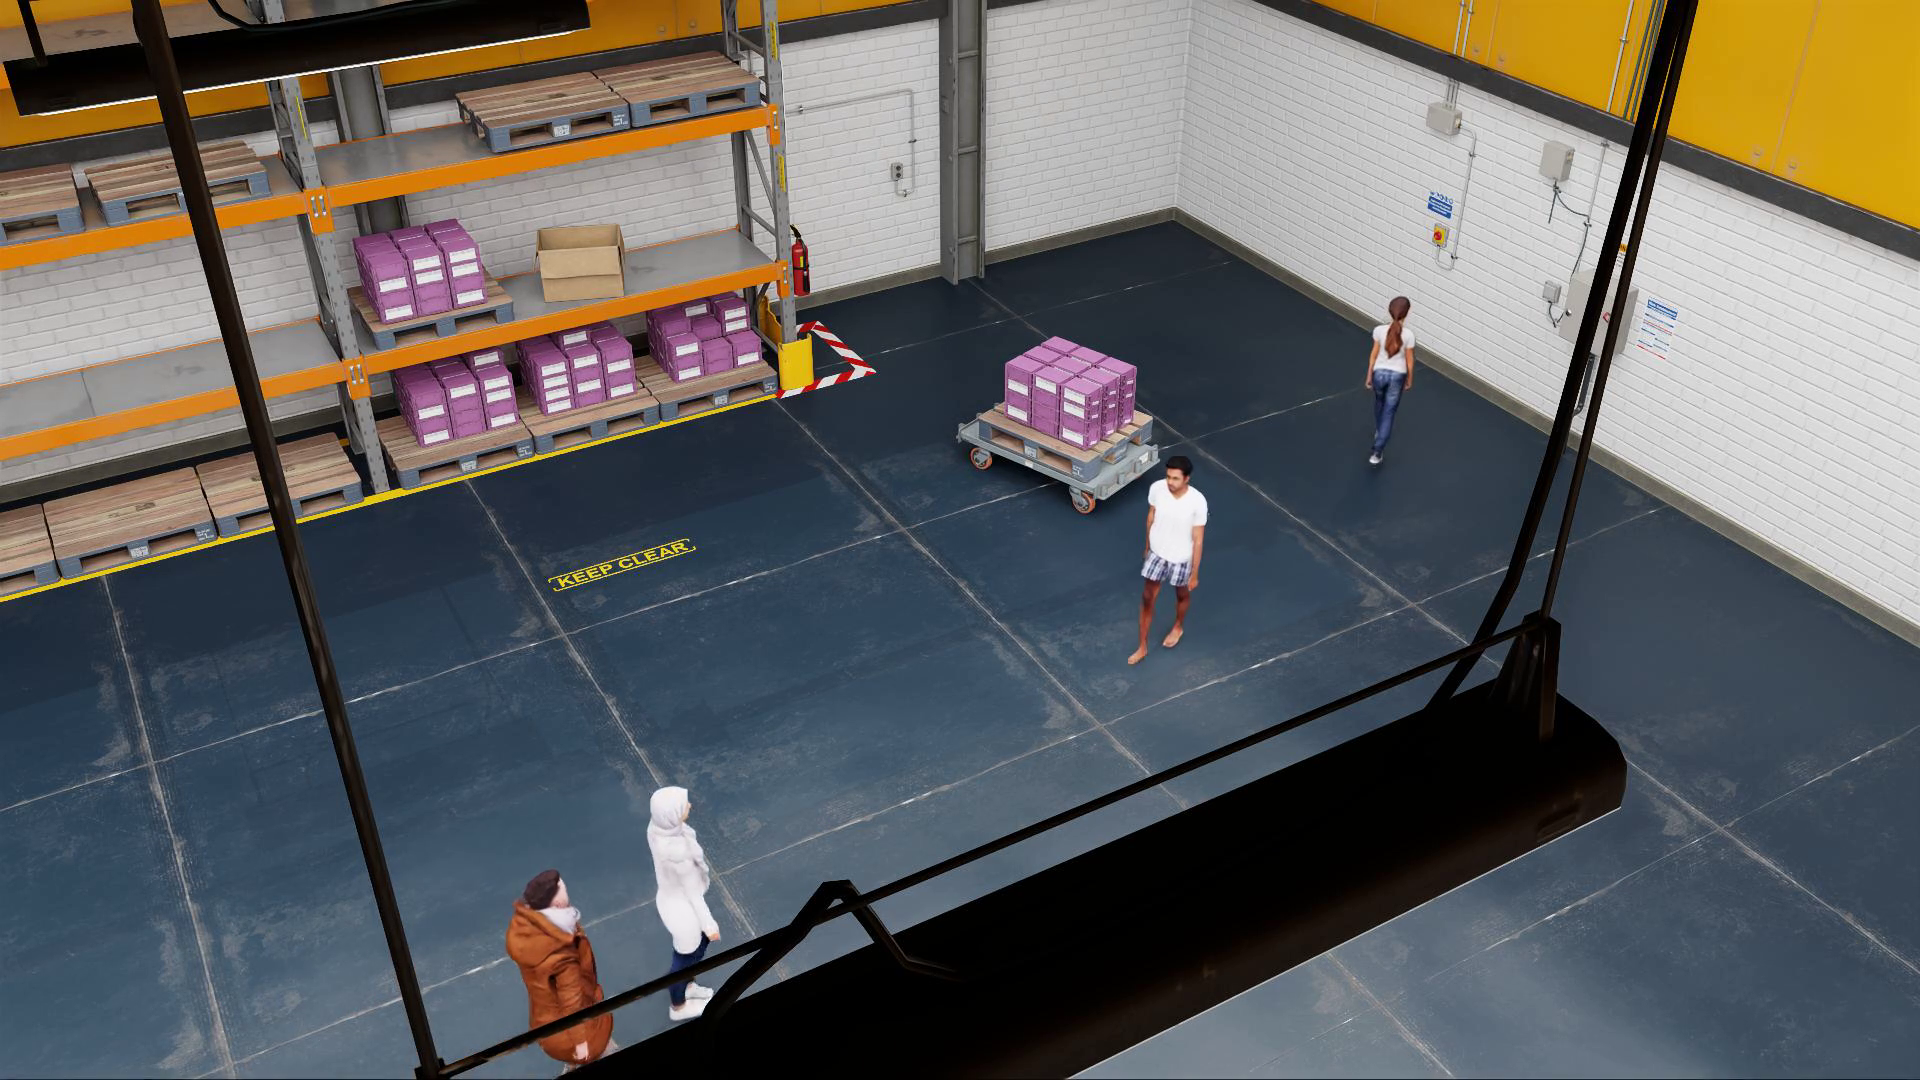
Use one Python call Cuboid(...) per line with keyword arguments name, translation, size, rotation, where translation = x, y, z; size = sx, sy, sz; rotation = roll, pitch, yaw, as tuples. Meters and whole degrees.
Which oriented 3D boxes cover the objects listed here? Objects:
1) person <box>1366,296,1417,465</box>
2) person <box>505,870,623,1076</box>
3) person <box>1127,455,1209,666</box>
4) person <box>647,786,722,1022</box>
Cuboid(name="person", translation=(3.803, -1.401, 14.767), size=(0.891, 1.525, 1.105), rotation=(18, 38, 25))
Cuboid(name="person", translation=(-2.099, 2.519, 8.612), size=(0.749, 1.810, 0.802), rotation=(-23, 40, -31))
Cuboid(name="person", translation=(1.632, 0.072, 12.387), size=(0.919, 1.706, 1.038), rotation=(19, 38, 26))
Cuboid(name="person", translation=(-1.637, 2.087, 9.304), size=(0.622, 1.764, 0.647), rotation=(-13, 36, -18))
